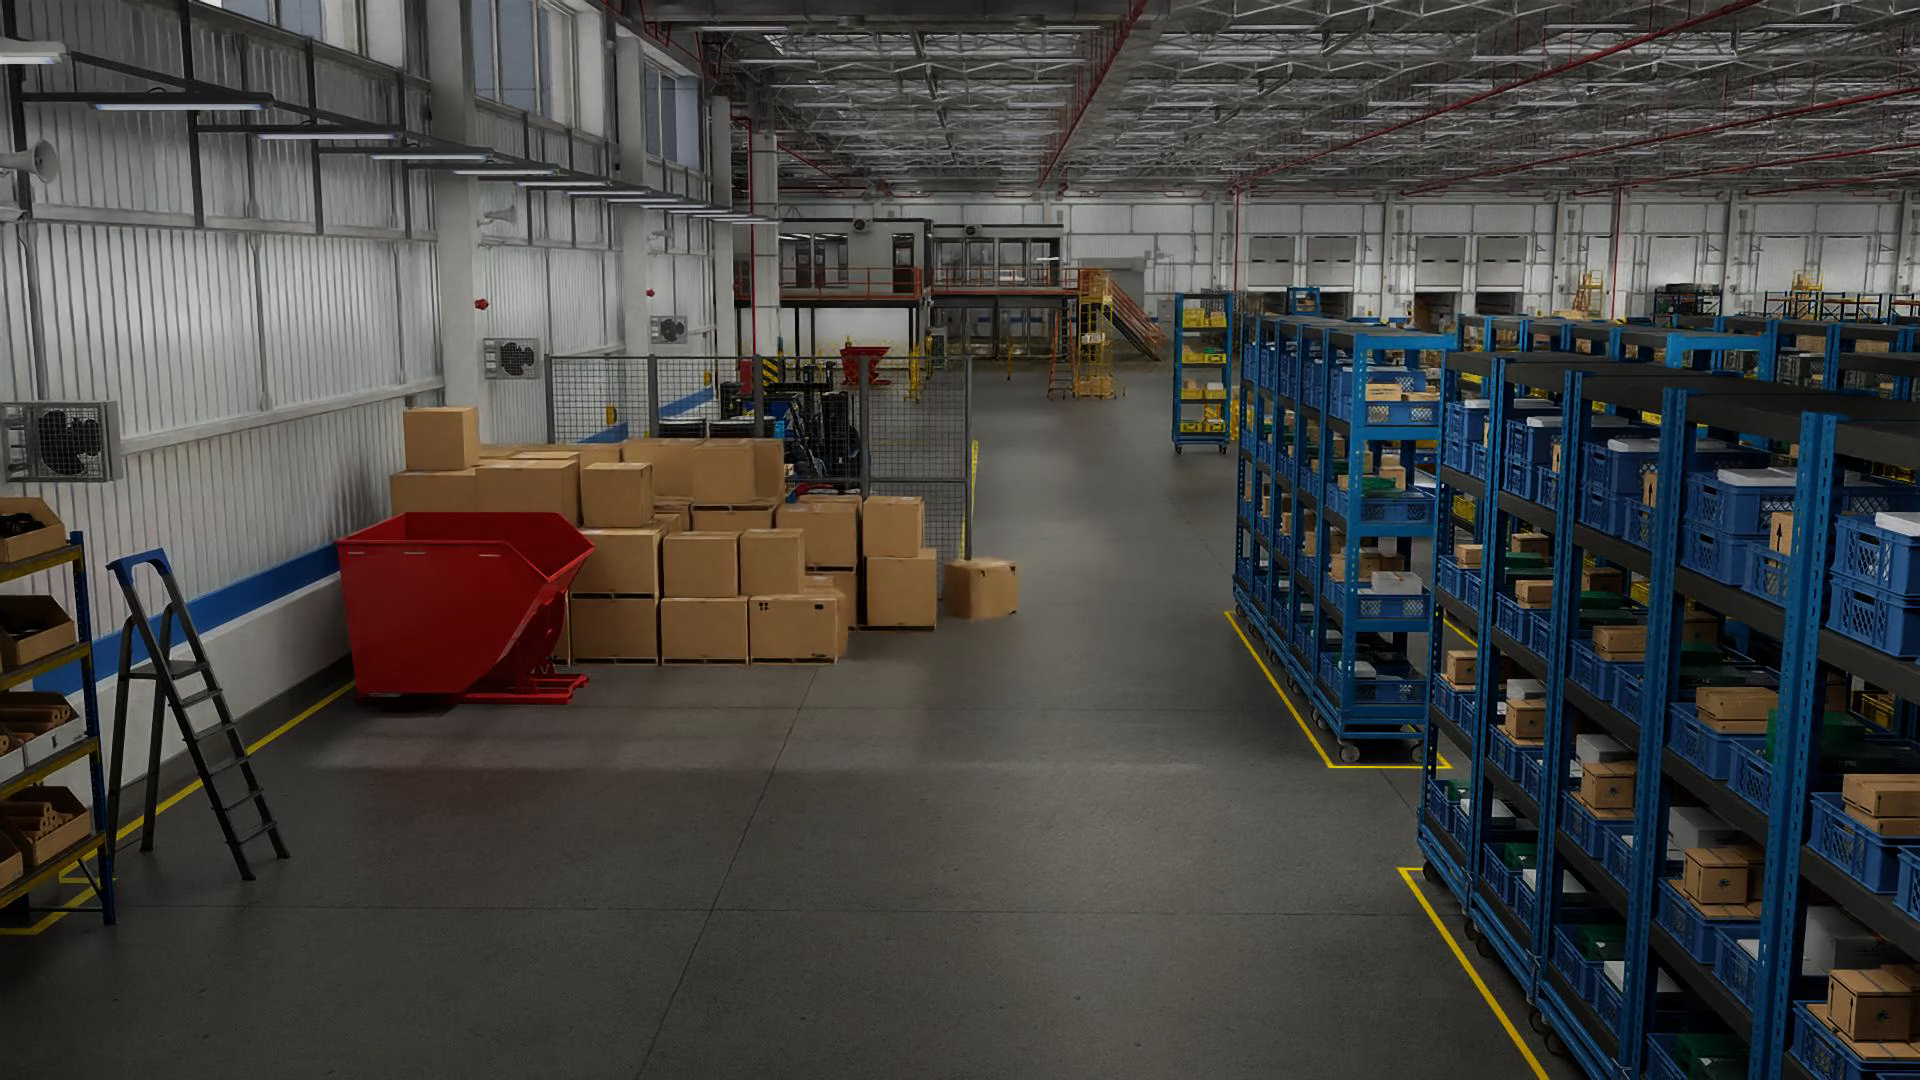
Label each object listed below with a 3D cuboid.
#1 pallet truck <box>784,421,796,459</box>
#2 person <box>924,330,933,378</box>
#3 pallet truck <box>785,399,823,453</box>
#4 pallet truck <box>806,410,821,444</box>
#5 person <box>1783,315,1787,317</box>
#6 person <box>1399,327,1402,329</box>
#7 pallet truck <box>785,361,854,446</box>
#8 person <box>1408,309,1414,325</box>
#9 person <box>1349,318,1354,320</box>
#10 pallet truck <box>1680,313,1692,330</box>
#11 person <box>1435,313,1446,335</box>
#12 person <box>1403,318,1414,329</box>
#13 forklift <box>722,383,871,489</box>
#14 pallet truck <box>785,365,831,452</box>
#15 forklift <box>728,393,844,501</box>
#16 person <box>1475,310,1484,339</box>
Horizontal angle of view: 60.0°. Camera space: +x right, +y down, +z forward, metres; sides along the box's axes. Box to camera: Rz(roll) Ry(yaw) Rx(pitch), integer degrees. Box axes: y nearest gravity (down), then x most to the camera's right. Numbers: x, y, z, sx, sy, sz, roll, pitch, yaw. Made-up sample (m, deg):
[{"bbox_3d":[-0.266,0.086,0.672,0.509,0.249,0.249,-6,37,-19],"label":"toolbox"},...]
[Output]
[{"bbox_3d":[-4.013,-1.793,32.705,1.601,1.201,0.680,0,9,1],"label":"pallet truck"},{"bbox_3d":[-1.211,-7.154,63.877,0.342,1.846,0.508,3,10,20],"label":"person"},{"bbox_3d":[-3.814,-2.432,36.419,1.630,1.274,0.653,0,9,1],"label":"pallet truck"},{"bbox_3d":[-3.559,-2.018,33.905,1.522,1.261,0.704,0,9,-1],"label":"pallet truck"},{"bbox_3d":[40.384,-10.062,81.528,0.376,1.940,0.629,-4,10,-24],"label":"person"},{"bbox_3d":[17.306,-7.383,65.173,0.801,1.897,0.599,4,10,21],"label":"person"},{"bbox_3d":[-3.410,-3.193,38.978,1.885,1.965,0.823,0,9,-1],"label":"pallet truck"},{"bbox_3d":[25.585,-12.169,94.599,0.389,1.918,0.590,8,12,42],"label":"person"},{"bbox_3d":[18.512,-9.591,78.835,0.989,1.863,0.619,2,9,13],"label":"person"},{"bbox_3d":[36.315,-10.531,84.244,0.823,1.965,1.885,-6,11,-33],"label":"pallet truck"},{"bbox_3d":[25.709,-11.208,88.973,0.542,1.819,0.973,-8,12,-41],"label":"person"},{"bbox_3d":[21.183,-9.574,78.717,0.413,1.870,0.617,-8,12,-40],"label":"person"},{"bbox_3d":[-2.893,-1.687,28.729,2.680,1.987,1.157,0,9,-1],"label":"forklift"},{"bbox_3d":[-3.774,-2.976,37.635,1.885,1.965,0.823,1,9,5],"label":"pallet truck"},{"bbox_3d":[-2.979,-1.316,26.476,2.680,1.987,1.157,0,9,1],"label":"forklift"},{"bbox_3d":[30.435,-12.481,96.852,0.836,1.808,0.656,-2,9,-11],"label":"person"}]
